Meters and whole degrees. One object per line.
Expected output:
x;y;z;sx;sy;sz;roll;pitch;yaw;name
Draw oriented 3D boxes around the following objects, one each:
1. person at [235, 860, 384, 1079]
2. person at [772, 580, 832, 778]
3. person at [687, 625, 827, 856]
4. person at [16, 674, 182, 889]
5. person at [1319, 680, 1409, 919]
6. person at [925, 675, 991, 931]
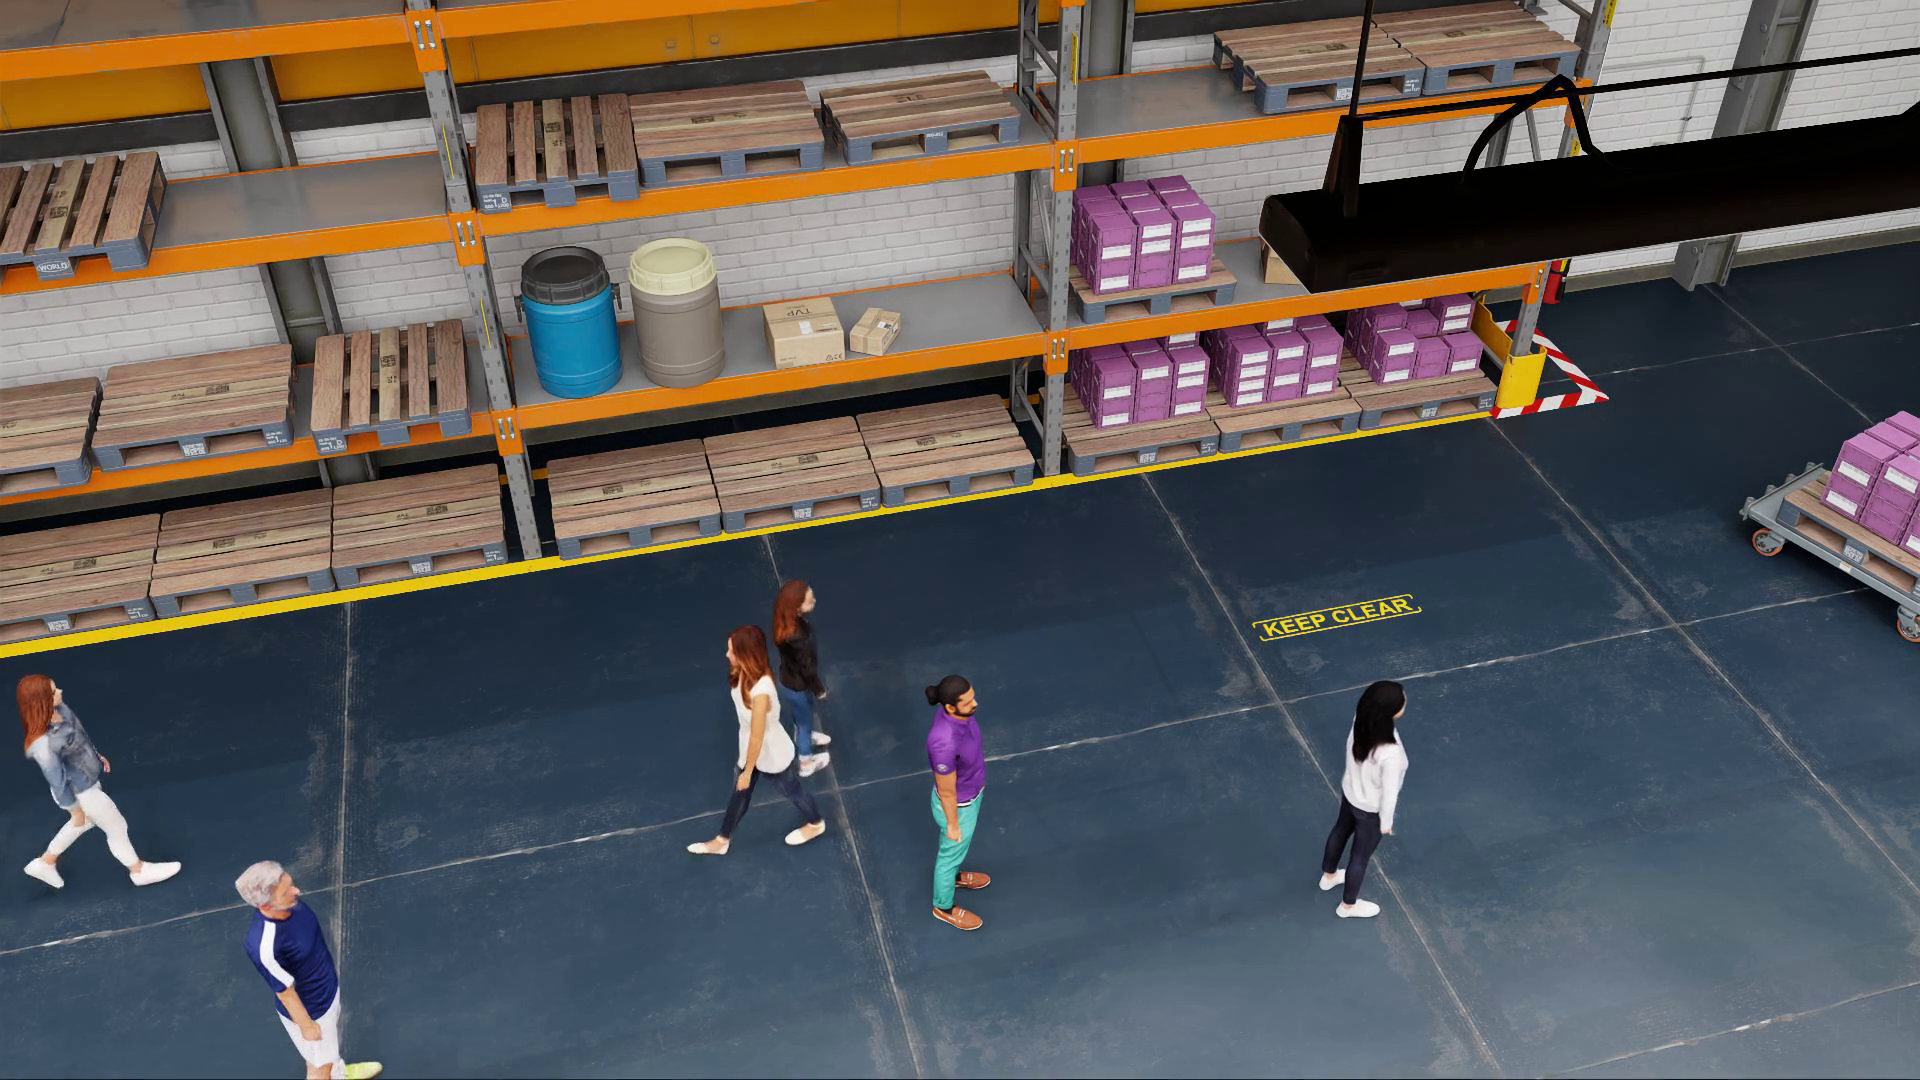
-3.208;2.213;8.163;0.551;1.838;0.640;-7;39;-9;person
-1.010;0.851;10.160;0.566;1.472;0.583;-10;40;-13;person
-1.018;1.173;9.537;1.109;1.748;0.745;-18;42;-21;person
-5.028;1.397;9.308;1.041;1.683;0.698;-14;41;-16;person
2.257;1.424;9.261;0.521;1.700;0.599;-10;40;-12;person
-0.029;1.417;9.216;0.715;1.767;0.712;6;39;8;person
